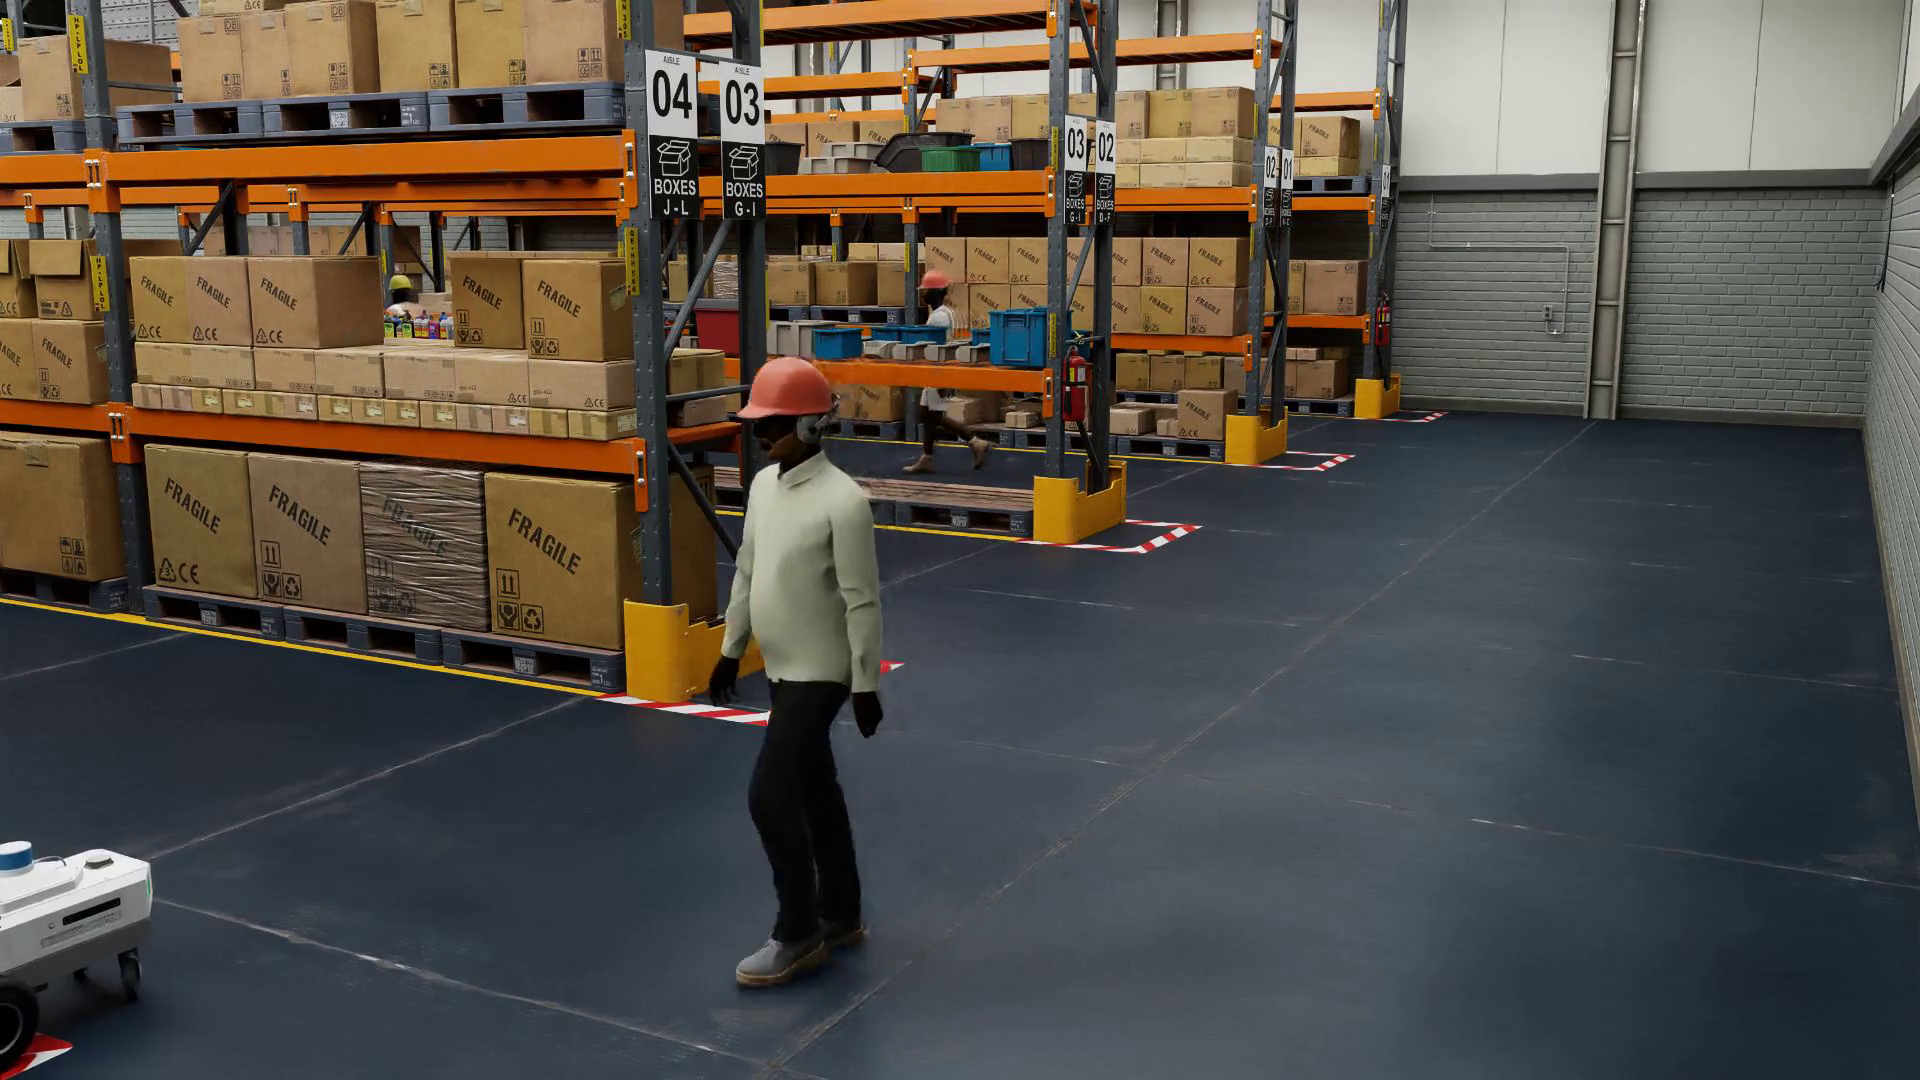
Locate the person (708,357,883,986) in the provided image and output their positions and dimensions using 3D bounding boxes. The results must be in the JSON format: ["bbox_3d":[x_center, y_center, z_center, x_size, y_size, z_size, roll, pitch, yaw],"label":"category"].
[{"bbox_3d":[-0.580,0.411,5.289,0.686,1.971,0.623,-6,12,-28],"label":"person"}]

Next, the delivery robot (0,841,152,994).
[{"bbox_3d":[-2.788,1.138,4.936,0.477,0.478,0.707,6,12,30],"label":"delivery robot"}]

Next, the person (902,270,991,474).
[{"bbox_3d":[-0.140,-1.628,16.289,0.800,2.022,0.611,0,10,-2],"label":"person"}]

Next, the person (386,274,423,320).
[{"bbox_3d":[-6.261,-2.035,18.786,0.435,1.908,0.607,5,11,24],"label":"person"}]
